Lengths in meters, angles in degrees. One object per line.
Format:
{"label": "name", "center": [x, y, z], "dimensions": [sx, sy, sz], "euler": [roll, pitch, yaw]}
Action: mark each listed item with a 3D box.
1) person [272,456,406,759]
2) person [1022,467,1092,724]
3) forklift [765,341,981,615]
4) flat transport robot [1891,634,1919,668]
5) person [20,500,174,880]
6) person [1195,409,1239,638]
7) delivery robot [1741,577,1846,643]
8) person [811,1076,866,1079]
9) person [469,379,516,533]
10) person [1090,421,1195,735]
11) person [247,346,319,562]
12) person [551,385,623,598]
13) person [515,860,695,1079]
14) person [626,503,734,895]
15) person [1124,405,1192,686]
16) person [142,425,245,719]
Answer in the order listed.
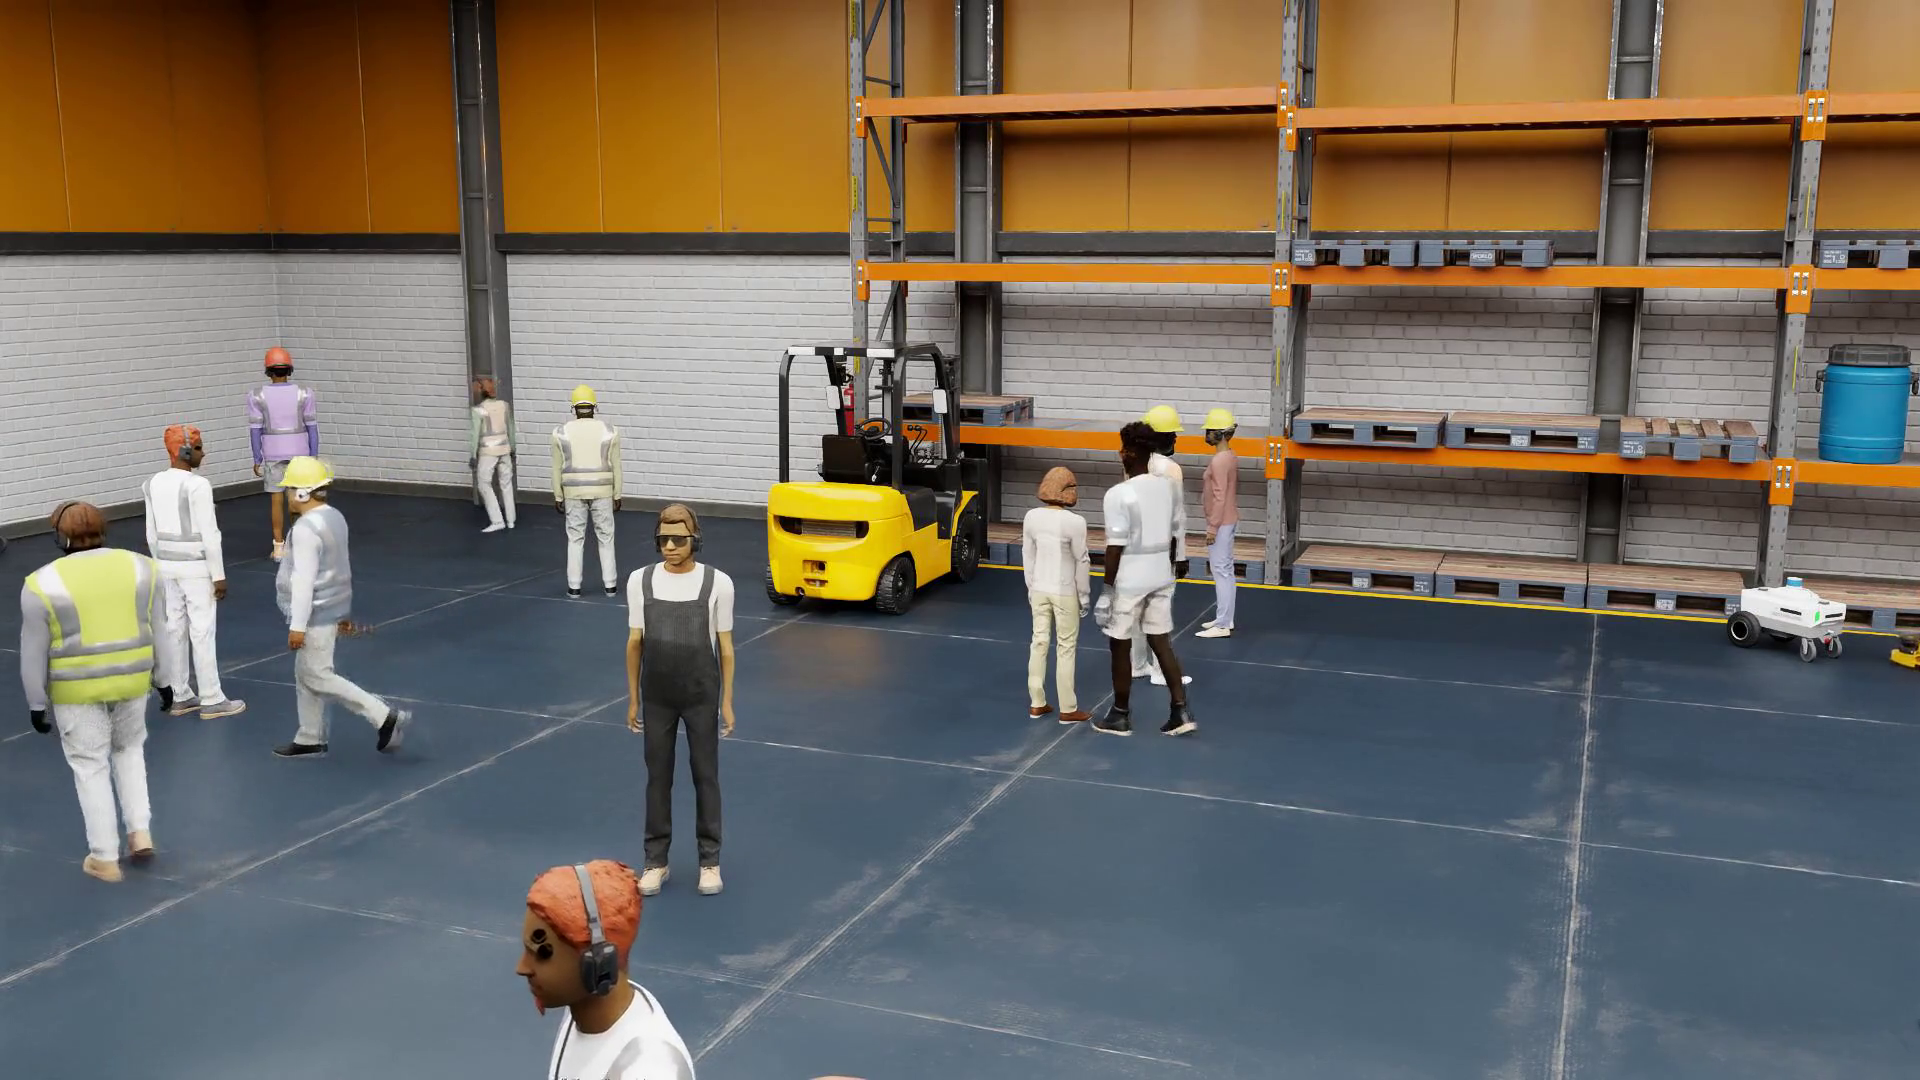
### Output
{"label": "person", "center": [-3.654, 0.411, 9.665], "dimensions": [0.737, 1.816, 0.586], "euler": [-1, 10, -7]}
{"label": "person", "center": [0.618, 0.346, 10.525], "dimensions": [0.500, 1.633, 0.279], "euler": [8, 13, 39]}
{"label": "forklift", "center": [-0.739, -0.602, 14.246], "dimensions": [1.214, 2.155, 2.313], "euler": [4, 11, 21]}
{"label": "flat transport robot", "center": [7.198, 0.878, 11.358], "dimensions": [0.652, 0.197, 1.431], "euler": [-3, 11, -15]}
{"label": "person", "center": [-4.121, 0.711, 7.949], "dimensions": [0.467, 1.824, 0.654], "euler": [9, 14, 42]}
{"label": "person", "center": [1.981, -0.128, 12.797], "dimensions": [0.311, 1.768, 0.533], "euler": [3, 11, 18]}
{"label": "delivery robot", "center": [6.158, 0.519, 12.306], "dimensions": [0.477, 0.478, 0.707], "euler": [-5, 11, -24]}
{"label": "person", "center": [-0.180, 1.662, 2.348], "dimensions": [0.374, 1.939, 0.545], "euler": [1, 10, 8]}
{"label": "person", "center": [-4.886, -0.882, 17.450], "dimensions": [0.327, 1.622, 0.587], "euler": [6, 12, 29]}
{"label": "person", "center": [1.109, 0.271, 10.128], "dimensions": [0.686, 1.962, 0.705], "euler": [-8, 13, -38]}
{"label": "person", "center": [-6.426, -0.814, 15.839], "dimensions": [0.607, 2.048, 0.368], "euler": [-5, 11, -26]}
{"label": "person", "center": [-3.181, -0.410, 14.226], "dimensions": [0.591, 1.824, 0.404], "euler": [-2, 10, -12]}
{"label": "person", "center": [-0.661, 1.527, 3.297], "dimensions": [0.365, 1.878, 0.568], "euler": [-5, 11, -24]}
{"label": "person", "center": [-1.297, 0.741, 7.734], "dimensions": [0.506, 1.847, 0.344], "euler": [0, 10, 0]}
{"label": "person", "center": [1.354, 0.040, 11.414], "dimensions": [0.364, 1.927, 0.587], "euler": [-6, 12, -31]}
{"label": "person", "center": [-4.913, 0.205, 10.614], "dimensions": [0.573, 1.885, 0.356], "euler": [5, 11, 26]}
